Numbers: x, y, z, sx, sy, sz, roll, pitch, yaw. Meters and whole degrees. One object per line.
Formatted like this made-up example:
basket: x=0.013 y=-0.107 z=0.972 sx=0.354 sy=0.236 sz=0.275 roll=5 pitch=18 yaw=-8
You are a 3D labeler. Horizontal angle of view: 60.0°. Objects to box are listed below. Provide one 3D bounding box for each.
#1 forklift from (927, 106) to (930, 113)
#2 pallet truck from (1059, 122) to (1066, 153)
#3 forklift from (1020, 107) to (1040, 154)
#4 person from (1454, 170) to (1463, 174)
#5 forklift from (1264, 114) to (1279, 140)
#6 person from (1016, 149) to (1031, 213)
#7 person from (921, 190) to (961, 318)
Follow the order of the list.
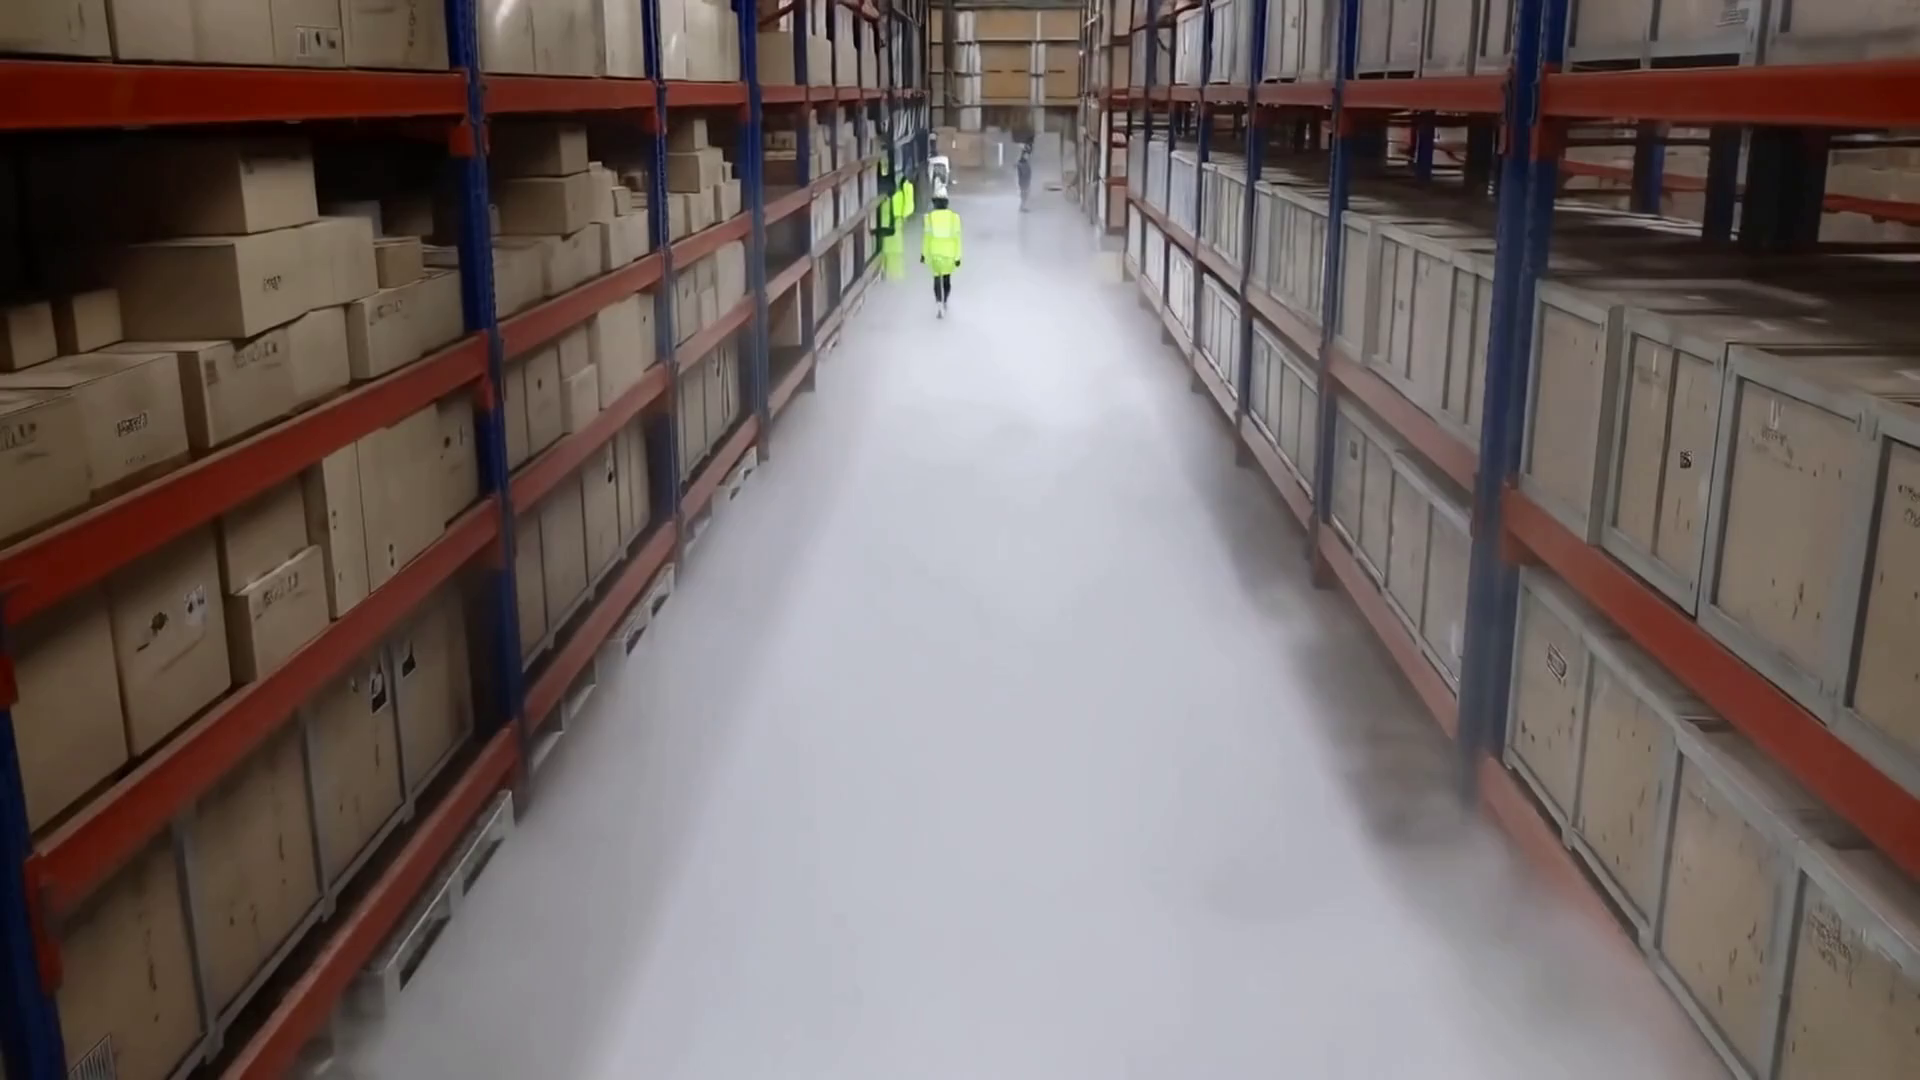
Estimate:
forklift: x=-2.001 y=-20.667 z=84.687 sx=1.129 sy=2.768 sz=1.873 roll=0 pitch=15 yaw=2
pallet truck: x=5.788 y=-21.111 z=88.014 sx=1.885 sy=1.965 sz=0.823 roll=5 pitch=16 yaw=18
forklift: x=3.420 y=-19.666 z=80.963 sx=1.129 sy=2.768 sz=1.873 roll=-7 pitch=17 yaw=-24
person: x=10.588 y=-6.907 z=35.402 sx=0.352 sy=1.883 sz=0.729 roll=-6 pitch=16 yaw=-20
forklift: x=11.029 y=-14.023 z=59.965 sx=1.129 sy=2.768 sz=1.873 roll=0 pitch=15 yaw=2
person: x=1.907 y=-10.668 z=49.426 sx=0.448 sy=1.863 sz=0.761 roll=-6 pitch=16 yaw=-20
person: x=-0.307 y=-4.541 z=26.397 sx=0.634 sy=1.982 sz=1.080 roll=-2 pitch=15 yaw=-6
